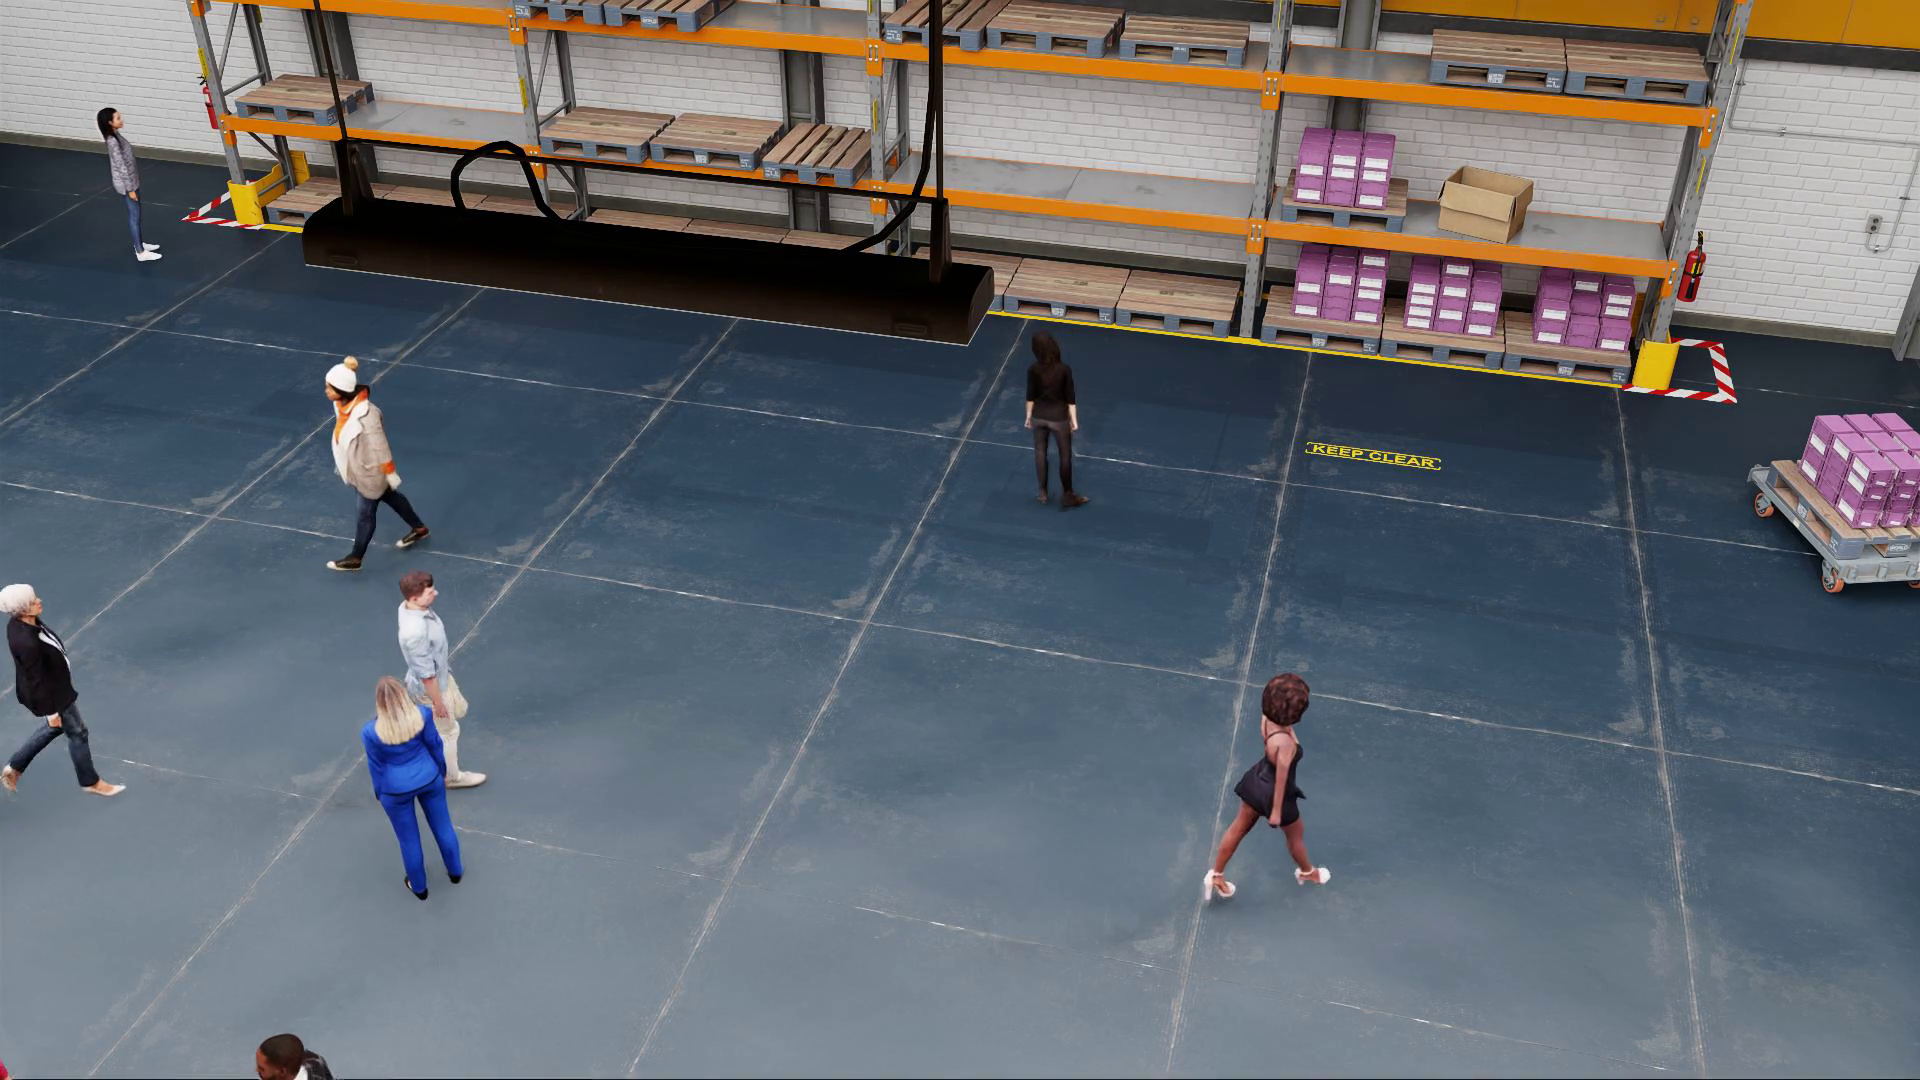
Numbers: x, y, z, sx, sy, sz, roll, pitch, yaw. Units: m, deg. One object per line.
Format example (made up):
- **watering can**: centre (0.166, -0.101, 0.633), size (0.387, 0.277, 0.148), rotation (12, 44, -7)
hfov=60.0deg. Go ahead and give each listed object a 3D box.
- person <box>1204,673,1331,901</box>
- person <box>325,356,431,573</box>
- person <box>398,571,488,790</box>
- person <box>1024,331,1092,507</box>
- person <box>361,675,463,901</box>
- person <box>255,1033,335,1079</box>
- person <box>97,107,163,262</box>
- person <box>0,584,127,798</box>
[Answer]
- **person**: centre (1.833, 1.590, 10.281), size (1.147, 1.736, 0.923), rotation (-8, 34, -12)
- **person**: centre (-4.727, -0.656, 13.564), size (1.177, 1.842, 1.205), rotation (-25, 41, -32)
- **person**: centre (-3.619, 0.975, 11.121), size (0.935, 1.830, 0.859), rotation (-11, 35, -16)
- **person**: centre (0.810, -1.013, 14.305), size (0.496, 1.616, 0.835), rotation (17, 37, 24)
- **person**: centre (-3.425, 1.535, 10.395), size (0.705, 1.701, 0.752), rotation (-20, 39, -28)
- **person**: centre (-2.949, 3.009, 8.097), size (1.074, 1.790, 1.021), rotation (-18, 38, -25)
- **person**: centre (-9.385, -4.026, 18.734), size (0.733, 1.731, 0.691), rotation (-15, 36, -21)
- **person**: centre (-6.121, 1.057, 10.967), size (1.071, 1.776, 1.092), rotation (-16, 37, -23)
